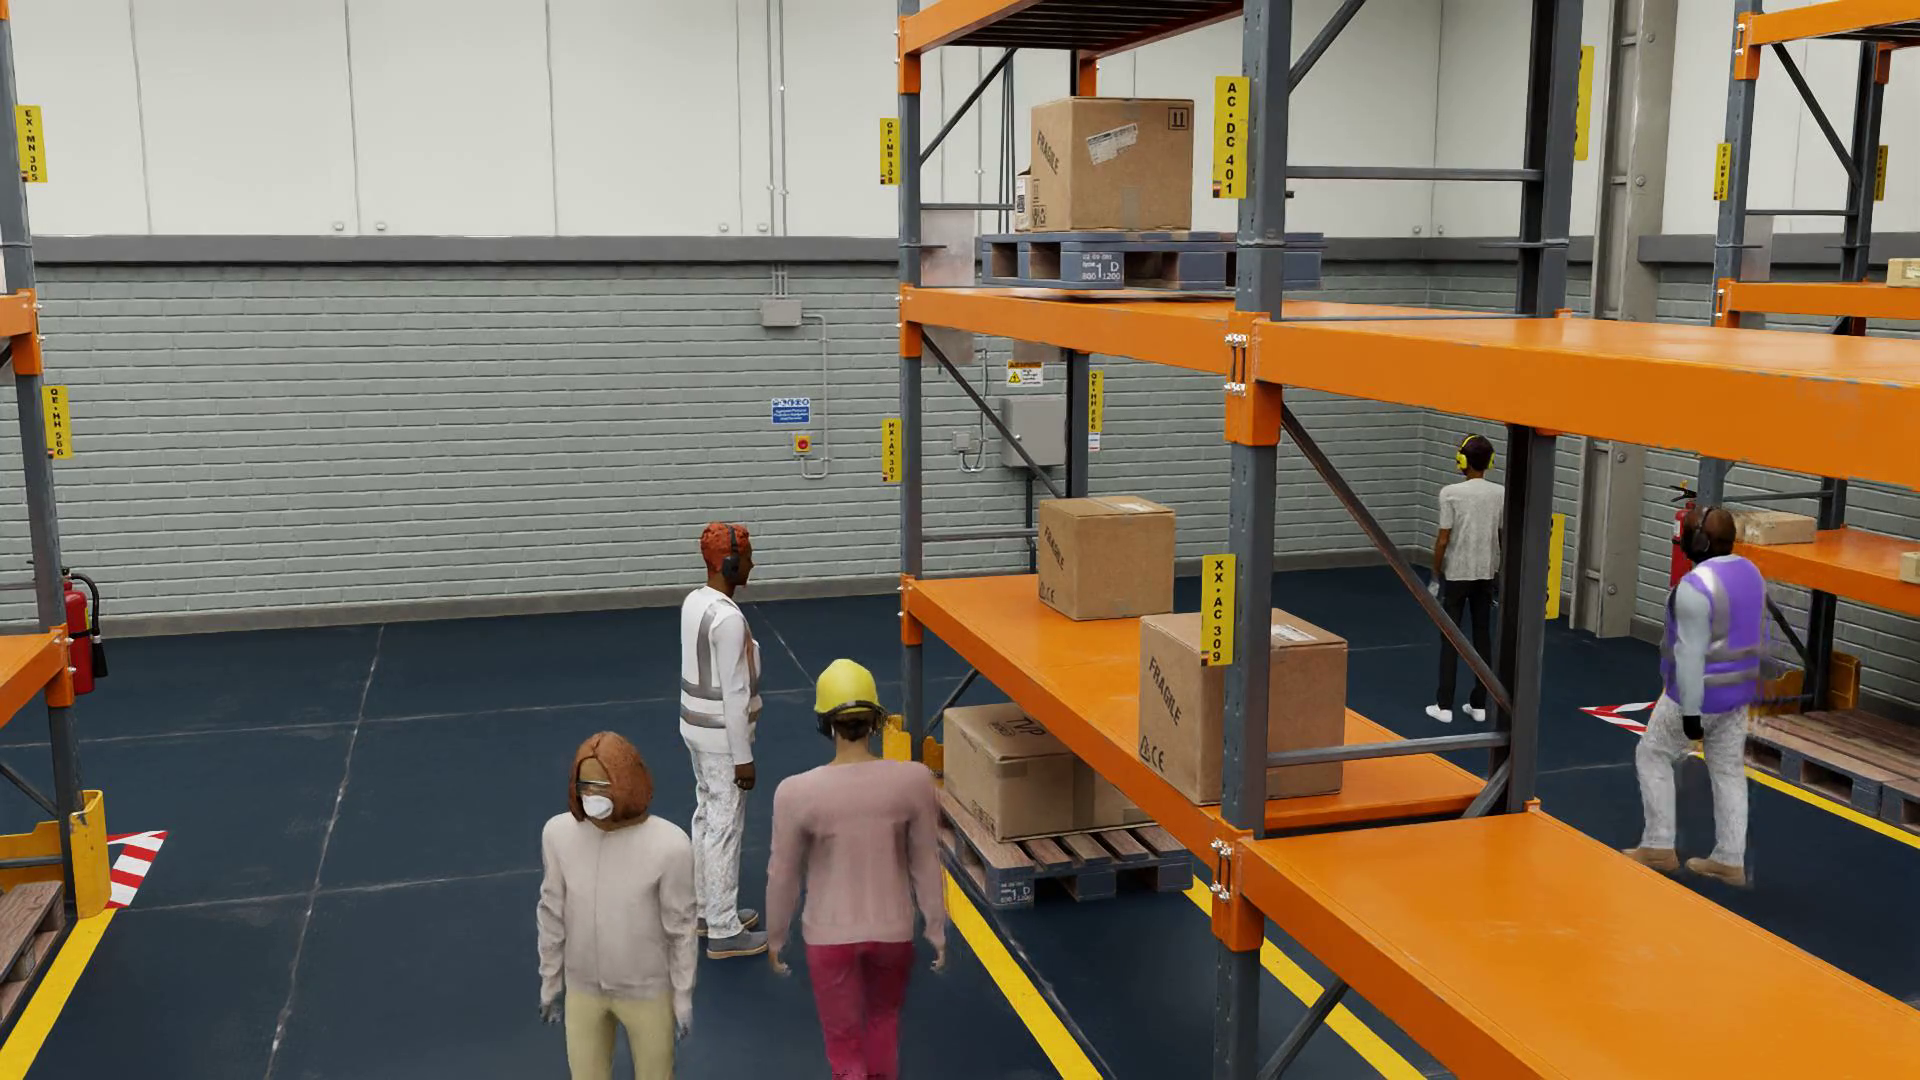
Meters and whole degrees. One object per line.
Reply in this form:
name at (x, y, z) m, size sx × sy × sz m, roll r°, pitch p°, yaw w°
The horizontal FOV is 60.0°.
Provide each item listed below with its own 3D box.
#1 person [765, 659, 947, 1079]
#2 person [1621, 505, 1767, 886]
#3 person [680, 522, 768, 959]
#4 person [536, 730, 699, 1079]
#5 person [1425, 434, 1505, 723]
person at (-0.356, 1.233, 5.374) m, size 0.560 × 1.735 × 0.693 m, roll -3°, pitch 10°, yaw -17°
person at (3.540, 0.733, 8.010) m, size 0.642 × 1.822 × 0.681 m, roll -6°, pitch 12°, yaw -32°
person at (-1.020, 0.854, 7.173) m, size 0.359 × 1.880 × 0.575 m, roll -5°, pitch 11°, yaw -24°
person at (-1.030, 1.359, 5.002) m, size 0.506 × 1.634 × 0.281 m, roll 2°, pitch 10°, yaw 12°
person at (3.254, 0.252, 10.665) m, size 0.523 × 1.865 × 0.342 m, roll -2°, pitch 10°, yaw -11°
